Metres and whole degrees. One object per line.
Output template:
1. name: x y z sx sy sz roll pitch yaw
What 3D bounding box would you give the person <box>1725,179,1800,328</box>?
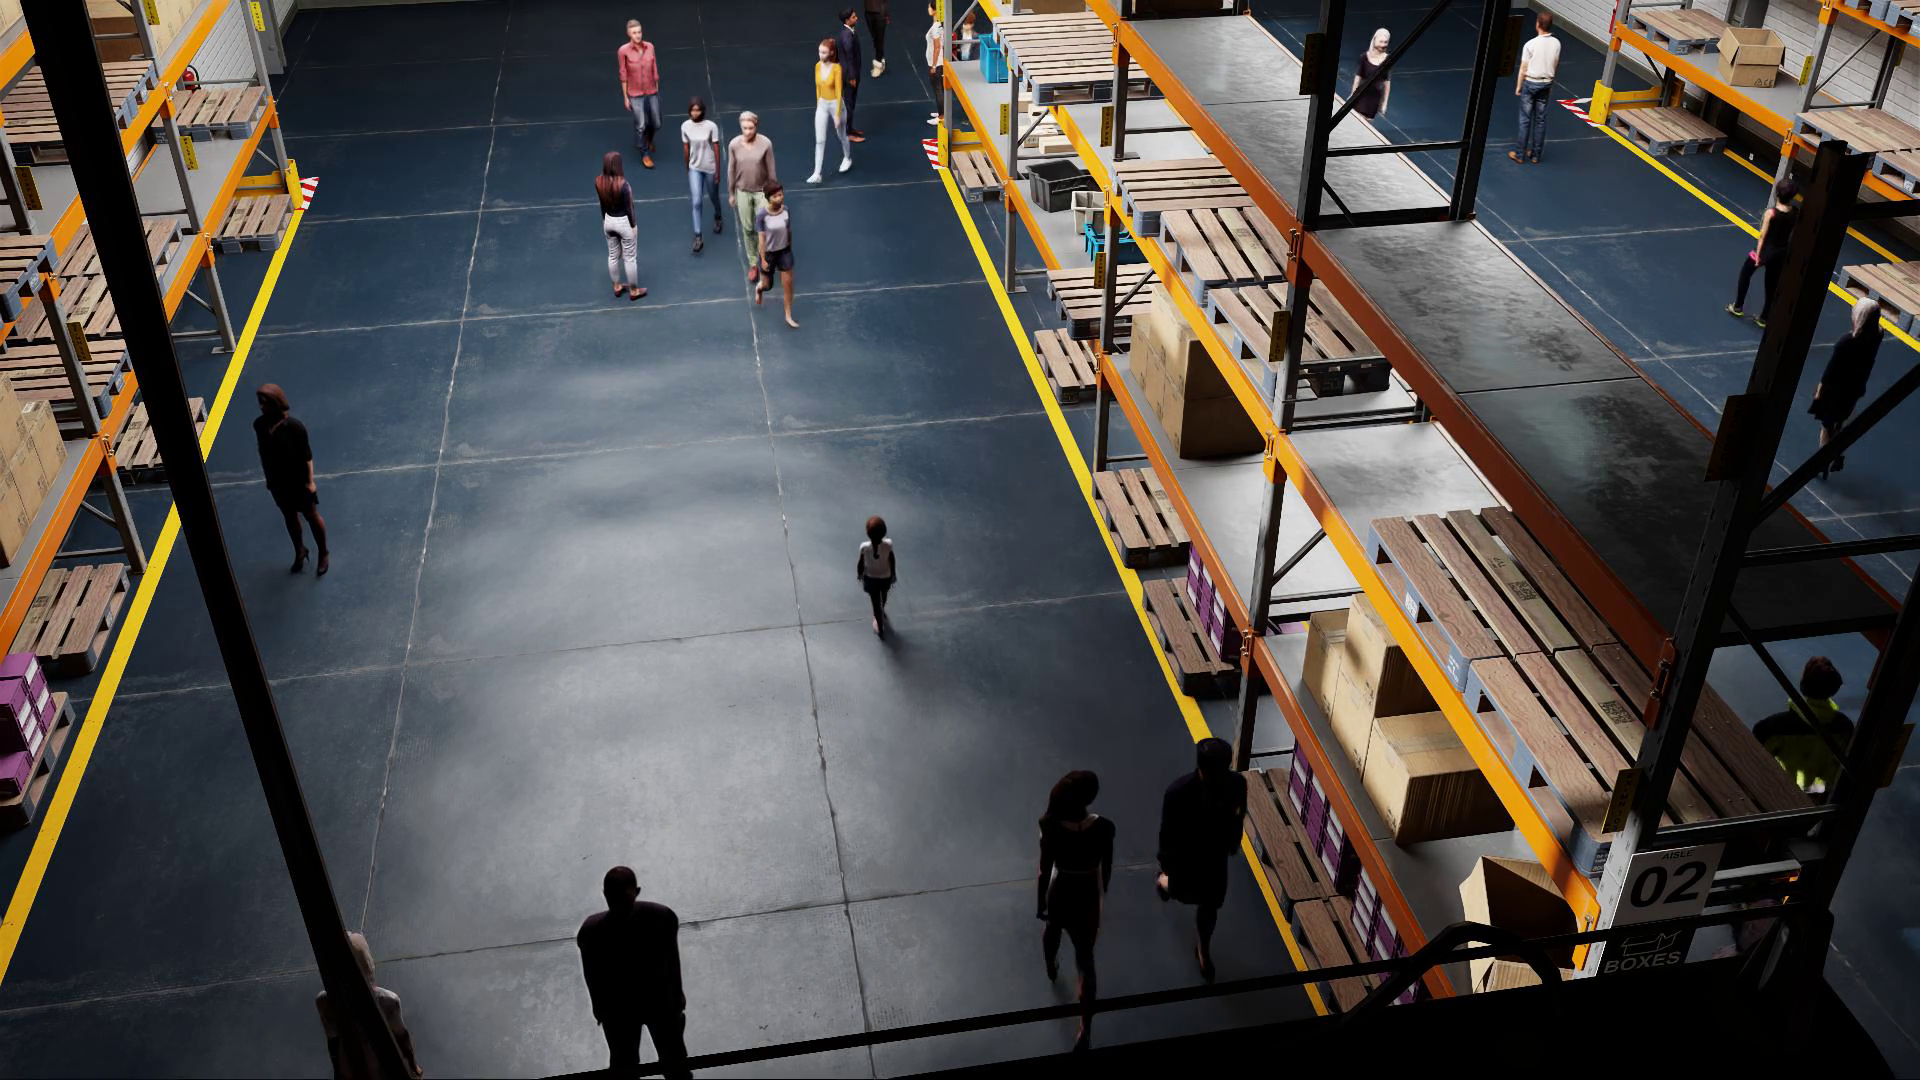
1. person: 8.327 -2.903 16.999 0.568 1.533 0.731 -2 34 -3

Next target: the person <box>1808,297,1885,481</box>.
1. person: 7.668 -1.249 14.323 0.669 1.739 0.777 -10 35 -15

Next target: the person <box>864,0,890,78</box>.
1. person: -1.163 -7.539 23.857 0.736 1.661 0.813 8 34 11

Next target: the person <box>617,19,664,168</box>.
1. person: -4.020 -5.605 20.806 0.831 1.817 0.900 -18 38 -25

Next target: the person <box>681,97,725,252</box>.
1. person: -2.864 -4.185 18.792 0.731 1.681 1.168 1 34 2

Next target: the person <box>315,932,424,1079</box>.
1. person: -2.961 2.717 8.358 0.664 1.737 0.770 1 34 2

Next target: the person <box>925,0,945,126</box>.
1. person: -0.296 -6.358 22.094 0.700 1.645 0.575 7 34 10

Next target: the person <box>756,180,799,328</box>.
1. person: -1.942 -2.968 17.085 0.758 1.544 0.964 -20 39 -27

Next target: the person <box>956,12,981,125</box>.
1. person: 0.120 -6.366 22.296 0.830 1.434 0.895 21 39 28

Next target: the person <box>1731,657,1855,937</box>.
1. person: 4.890 1.617 9.831 0.785 1.939 1.107 -7 34 -10

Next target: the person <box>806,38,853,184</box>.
1. person: -1.520 -5.271 20.409 1.062 1.700 1.219 16 37 23

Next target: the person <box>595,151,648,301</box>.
1. person: -3.587 -3.324 17.565 0.668 1.607 0.695 15 36 21

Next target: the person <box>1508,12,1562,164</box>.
1. person: 7.238 -5.666 20.876 0.654 1.841 0.599 -4 34 -6

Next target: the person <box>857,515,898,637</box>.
1. person: -0.620 0.290 12.668 0.468 1.008 0.639 -9 35 -13

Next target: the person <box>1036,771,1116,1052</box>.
1. person: 0.654 2.098 9.273 0.735 1.755 1.144 0 34 1

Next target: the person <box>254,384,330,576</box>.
1. person: -5.307 -0.487 13.207 0.654 1.706 0.630 7 34 11

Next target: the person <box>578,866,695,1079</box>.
1. person: -1.690 2.379 8.773 0.673 1.841 0.585 -7 34 -11

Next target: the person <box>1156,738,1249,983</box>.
1. person: 1.388 1.796 9.817 0.748 1.655 0.996 -9 35 -13

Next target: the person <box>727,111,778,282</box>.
1. person: -2.228 -3.777 18.021 0.768 1.855 0.865 1 34 2

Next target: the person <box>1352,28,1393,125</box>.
1. person: 5.030 -5.438 20.566 0.699 1.805 0.865 1 34 2

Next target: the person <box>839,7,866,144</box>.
1. person: -1.431 -6.036 21.536 0.704 1.726 0.470 -4 34 -5

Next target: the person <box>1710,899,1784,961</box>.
1. person: 4.113 2.522 8.766 0.620 1.611 0.638 -4 34 -7
